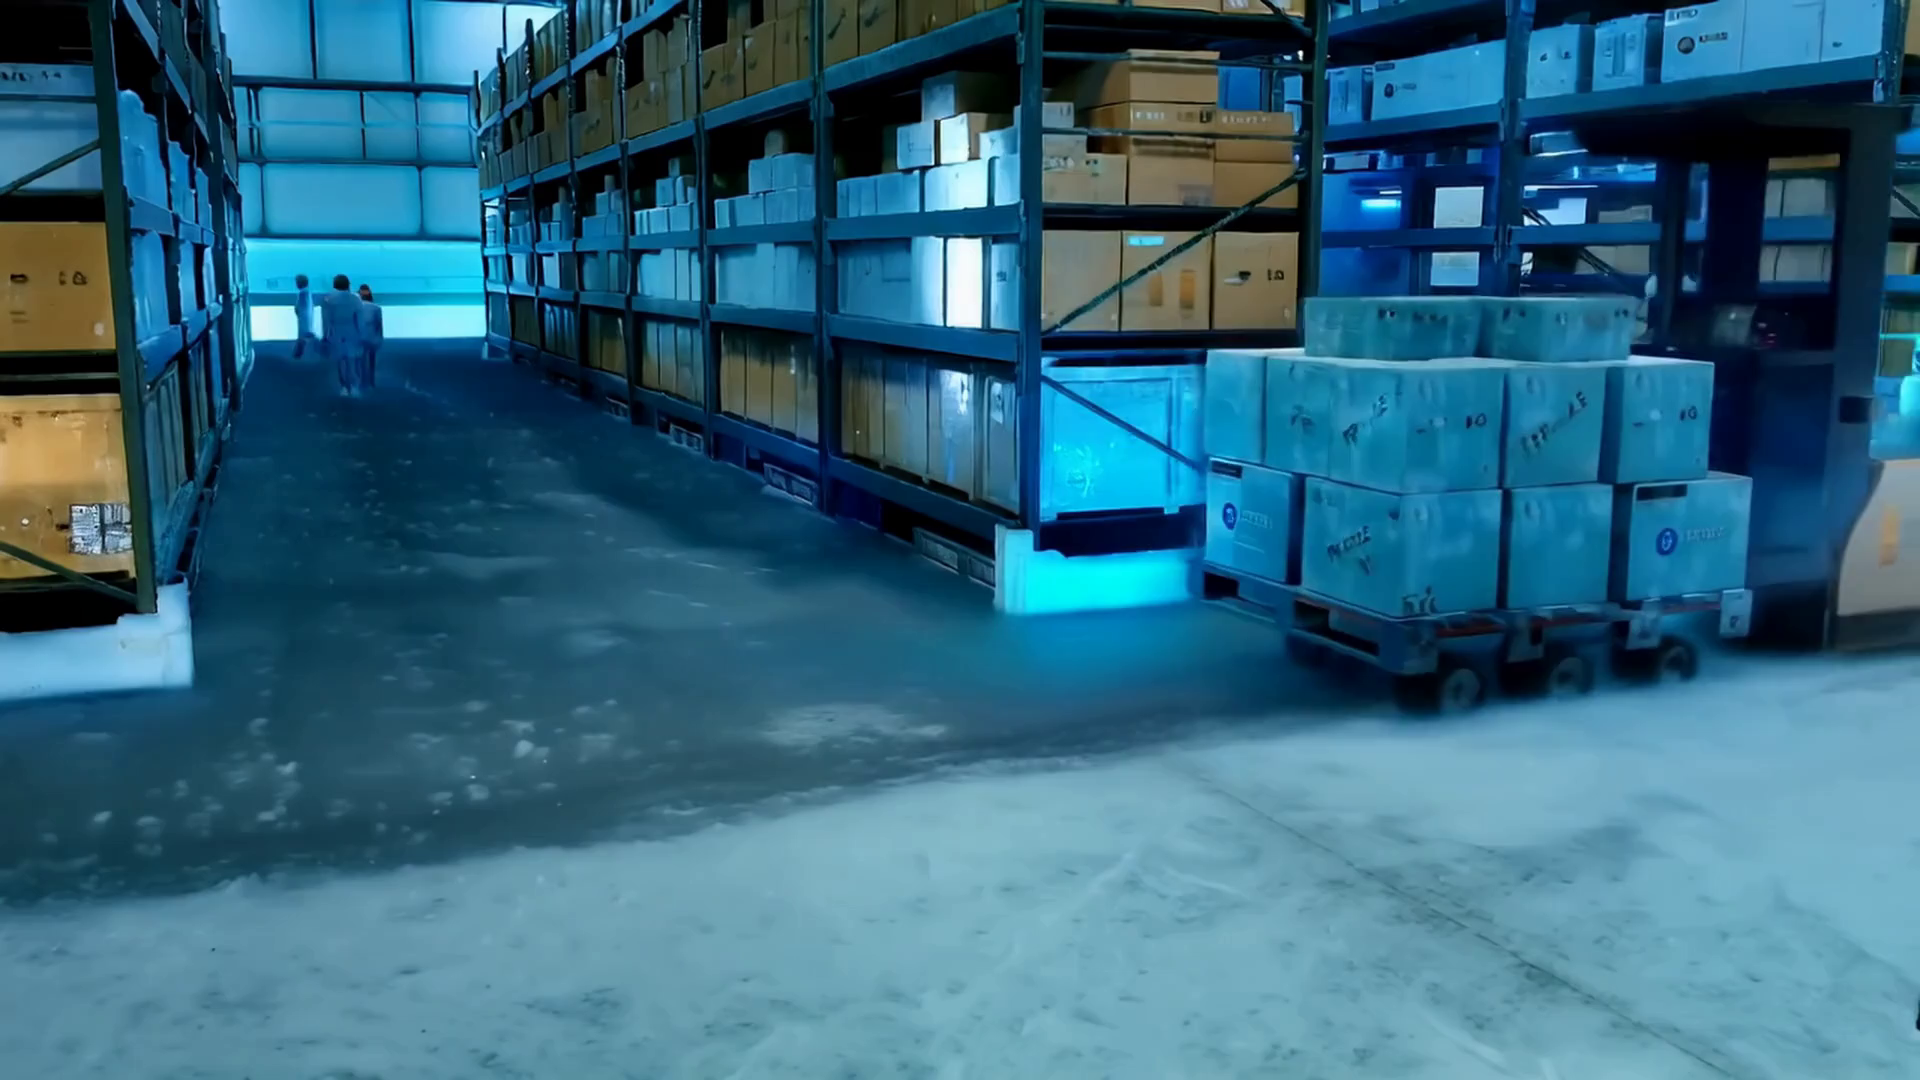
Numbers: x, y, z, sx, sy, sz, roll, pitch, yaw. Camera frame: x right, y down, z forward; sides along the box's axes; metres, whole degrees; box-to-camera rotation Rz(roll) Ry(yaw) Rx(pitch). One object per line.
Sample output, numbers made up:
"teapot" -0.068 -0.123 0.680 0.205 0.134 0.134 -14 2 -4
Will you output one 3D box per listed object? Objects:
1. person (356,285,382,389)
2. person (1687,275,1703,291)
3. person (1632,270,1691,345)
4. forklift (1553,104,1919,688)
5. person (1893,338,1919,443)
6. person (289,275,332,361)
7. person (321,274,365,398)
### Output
"person" -9.820 -3.359 27.522 0.499 1.697 0.900 -6 11 -32
"person" 9.168 -2.333 20.734 0.418 1.920 0.545 8 12 40
"person" 4.333 -0.628 10.161 0.559 2.032 0.616 -4 10 -22
"forklift" 4.279 -0.793 8.613 1.873 2.768 1.129 -4 10 -23
"person" 6.429 -0.568 11.007 0.456 1.620 0.525 -4 10 -22
"person" -13.779 -4.703 35.236 0.841 1.814 0.632 -4 10 -23
"person" -9.534 -3.153 25.731 0.633 1.885 1.025 -5 11 -26
